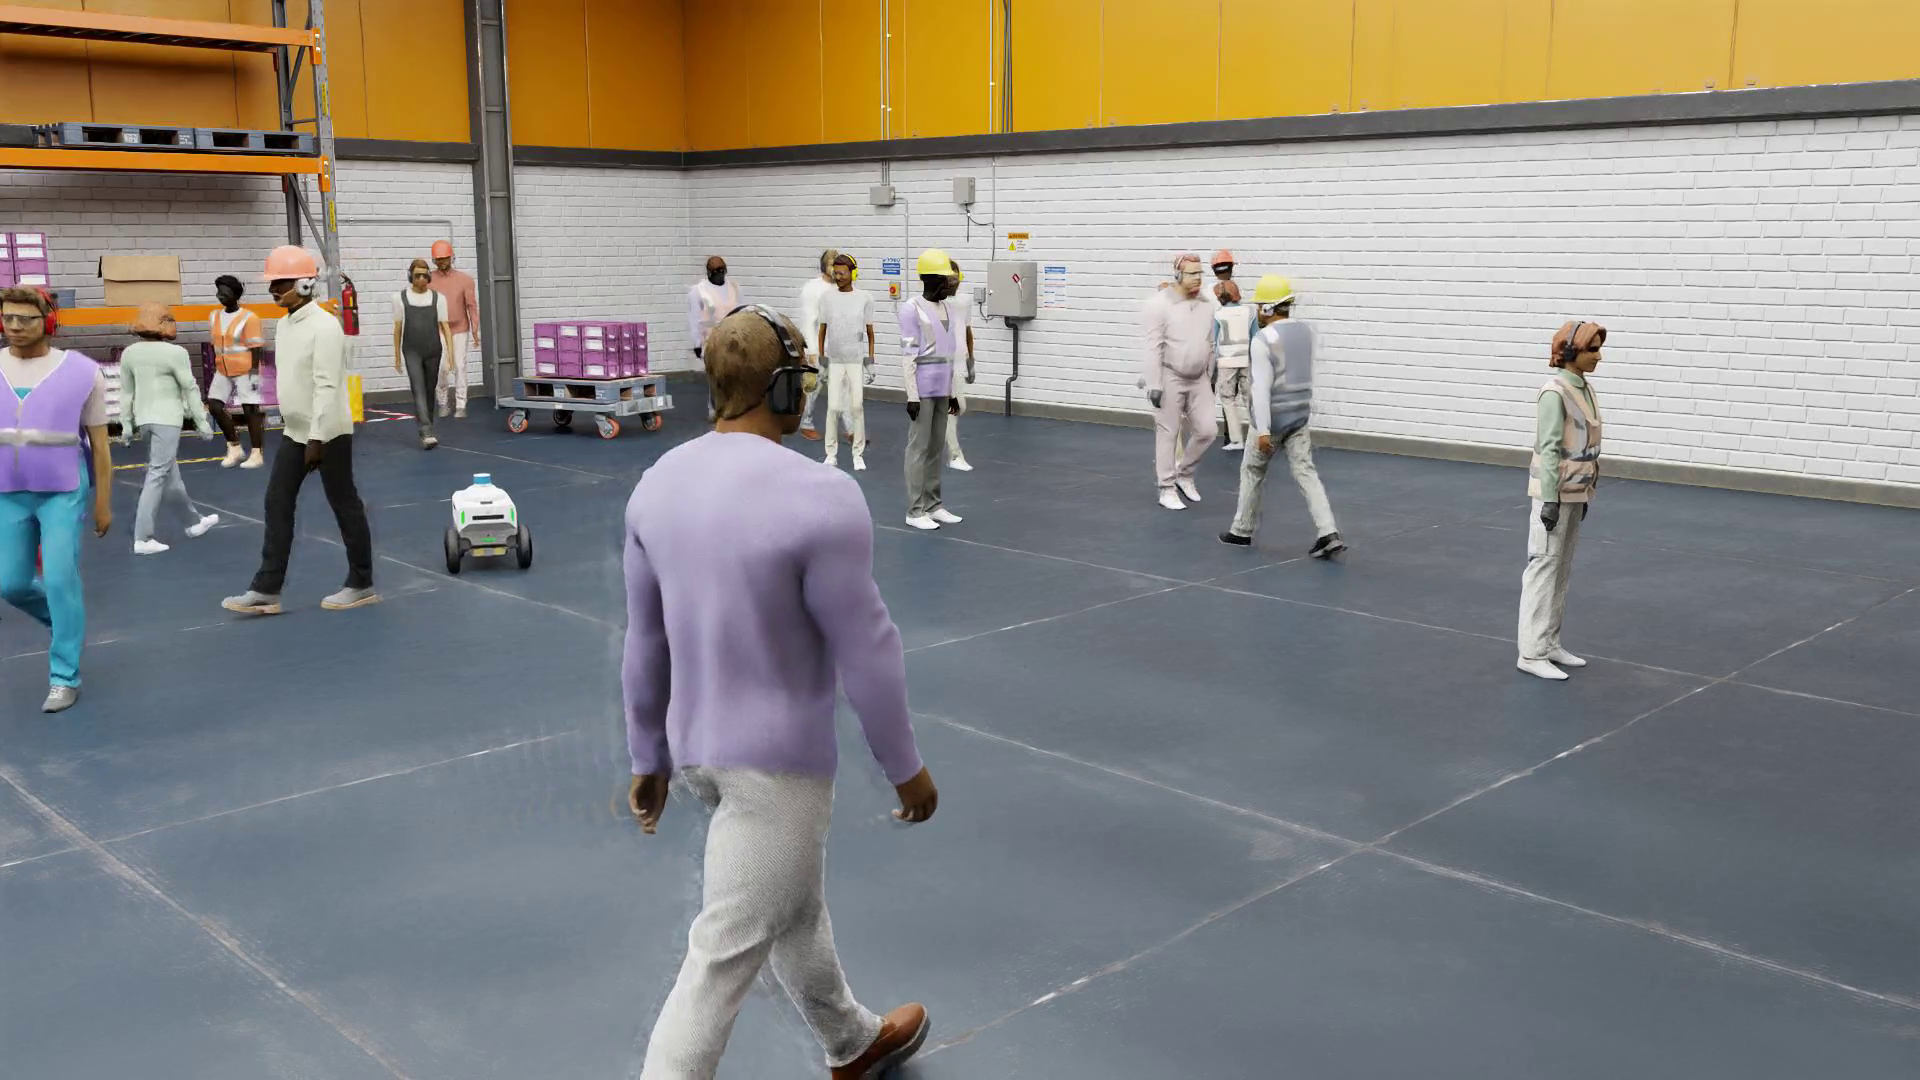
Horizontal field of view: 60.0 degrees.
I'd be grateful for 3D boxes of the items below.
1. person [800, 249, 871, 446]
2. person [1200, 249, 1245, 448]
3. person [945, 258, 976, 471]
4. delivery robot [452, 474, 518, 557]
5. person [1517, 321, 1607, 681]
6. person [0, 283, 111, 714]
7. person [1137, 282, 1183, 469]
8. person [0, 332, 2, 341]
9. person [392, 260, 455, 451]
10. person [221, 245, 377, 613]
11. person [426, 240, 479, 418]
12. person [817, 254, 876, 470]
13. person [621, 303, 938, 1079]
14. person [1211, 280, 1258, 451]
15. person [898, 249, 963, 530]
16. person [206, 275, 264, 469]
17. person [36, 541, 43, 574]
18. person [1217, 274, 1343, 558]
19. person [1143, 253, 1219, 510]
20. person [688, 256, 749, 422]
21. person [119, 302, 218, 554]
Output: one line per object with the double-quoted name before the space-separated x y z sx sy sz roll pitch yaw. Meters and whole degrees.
"person" -1.267 -1.863 16.128 0.651 1.887 1.021 -8 13 -38
"person" 2.549 -1.807 15.855 0.371 1.903 0.734 -9 13 -39
"person" -0.136 -1.530 14.481 0.530 1.836 0.674 -8 13 -36
"delivery robot" -2.932 -0.165 10.241 0.477 0.478 0.707 -4 11 -20
"person" 2.774 -0.187 7.664 0.310 1.636 0.523 7 13 35
"person" -3.971 -0.199 7.211 0.589 1.827 0.604 -2 11 -9
"person" 1.765 -1.423 14.454 0.492 1.617 0.504 7 12 33
"person" -6.645 -0.938 11.290 0.539 1.817 1.016 3 11 14
"person" -5.116 -1.768 15.876 0.524 1.790 1.026 -5 11 -25
"person" -3.528 -0.556 8.779 0.639 1.955 0.908 9 14 40
"person" -5.648 -2.317 18.369 0.657 1.970 0.491 -2 11 -13
"person" -0.977 -1.520 14.338 0.514 1.858 0.332 0 10 2
"person" -0.404 0.453 3.528 0.638 1.888 1.038 10 14 44
"person" 2.584 -1.635 15.630 0.587 1.604 0.366 -3 11 -17
"person" -0.193 -1.045 11.551 0.368 1.928 0.585 6 12 30
"person" -6.250 -1.438 14.343 0.553 1.678 0.444 3 11 18
"person" -5.077 -0.440 8.747 0.536 1.746 0.728 5 12 26
"person" 2.054 -0.775 10.493 0.592 1.791 0.937 -7 13 -35
"person" 1.646 -1.160 12.289 0.660 1.895 0.420 -5 12 -27
"person" -2.490 -2.107 17.703 0.929 1.782 0.638 10 14 43
"person" -5.122 -0.740 10.790 0.500 1.590 0.852 4 11 20
